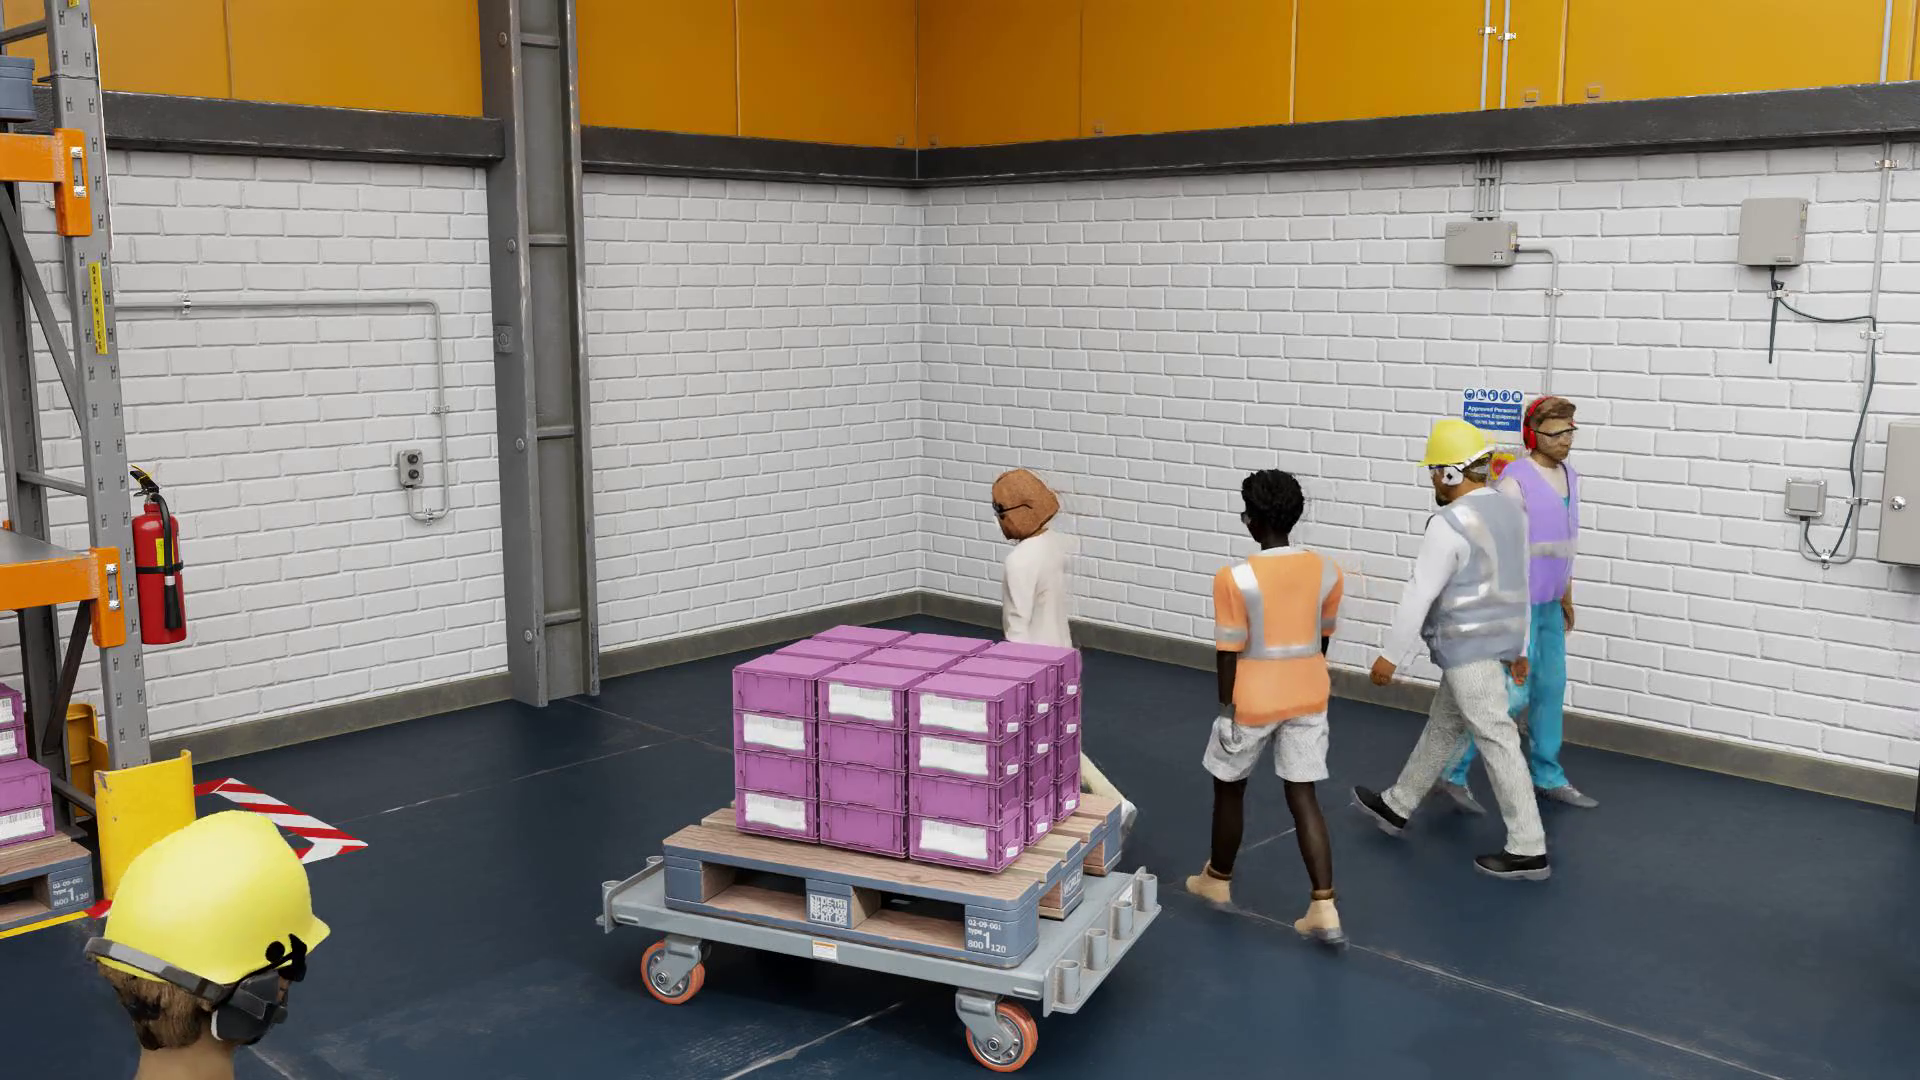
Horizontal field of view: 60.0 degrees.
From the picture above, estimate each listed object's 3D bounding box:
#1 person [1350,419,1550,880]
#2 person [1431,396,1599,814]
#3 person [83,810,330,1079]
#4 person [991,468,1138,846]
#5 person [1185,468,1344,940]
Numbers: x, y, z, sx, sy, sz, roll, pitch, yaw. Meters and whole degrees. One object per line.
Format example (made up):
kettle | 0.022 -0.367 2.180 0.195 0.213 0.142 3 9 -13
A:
person | 1.964 0.415 6.591 0.944 1.769 0.610 8 12 41
person | 2.468 0.280 7.233 0.621 1.834 0.618 8 12 40
person | -0.893 1.182 1.943 0.541 1.743 0.608 2 10 15
person | 0.372 0.515 6.497 0.579 1.607 0.514 4 10 23
person | 1.116 0.579 5.908 0.535 1.670 0.740 -3 10 -18
